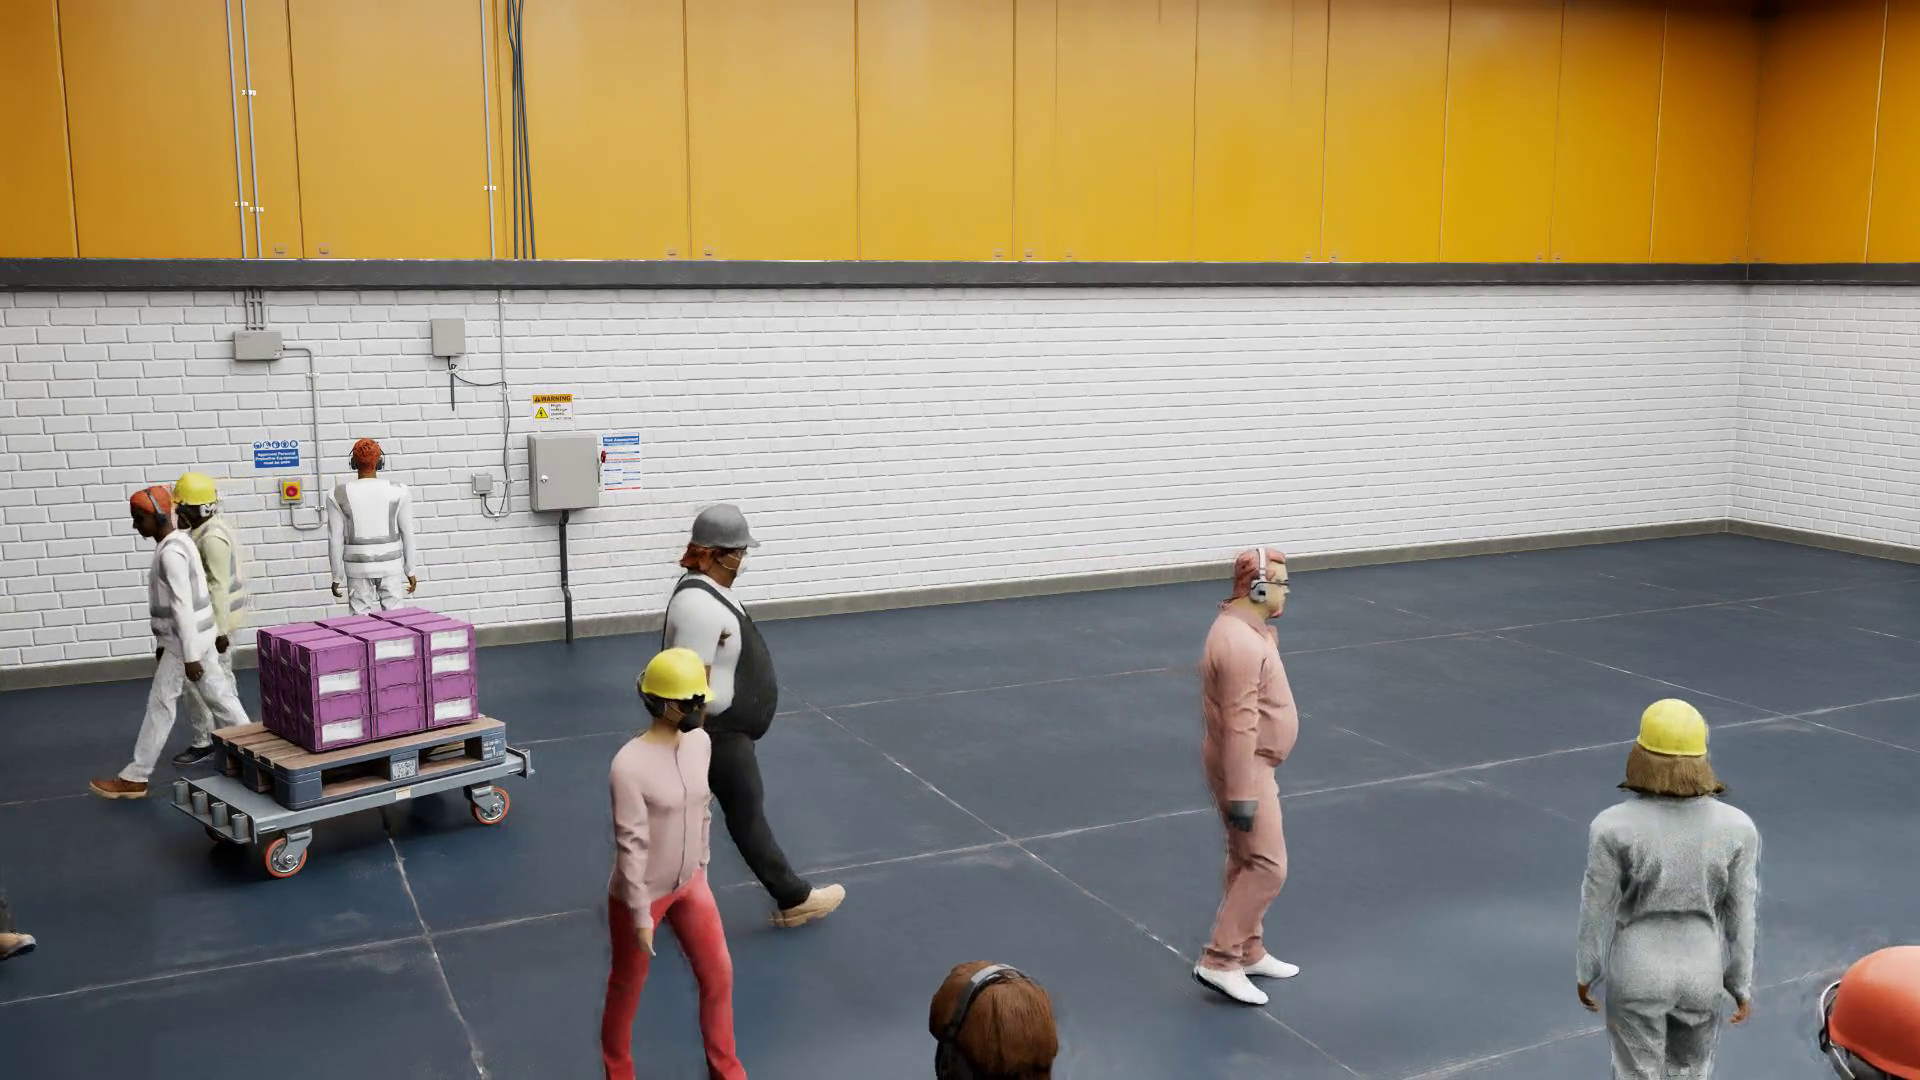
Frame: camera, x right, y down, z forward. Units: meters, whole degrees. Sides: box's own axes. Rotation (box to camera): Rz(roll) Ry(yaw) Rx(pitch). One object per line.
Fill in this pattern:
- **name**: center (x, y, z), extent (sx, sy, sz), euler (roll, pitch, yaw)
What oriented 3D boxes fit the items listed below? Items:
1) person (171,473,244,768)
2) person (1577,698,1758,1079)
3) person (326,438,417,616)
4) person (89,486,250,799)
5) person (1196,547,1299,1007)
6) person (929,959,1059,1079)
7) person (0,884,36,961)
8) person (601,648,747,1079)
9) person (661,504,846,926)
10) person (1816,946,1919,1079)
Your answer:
- **person**: center (-4.697, 0.484, 10.276), extent (0.513, 1.814, 0.652), euler (-4, 10, -25)
- **person**: center (2.177, 1.343, 5.174), extent (0.503, 1.727, 0.376), euler (1, 9, 6)
- **person**: center (-4.108, 0.226, 11.653), extent (0.584, 1.882, 0.349), euler (-4, 10, -23)
- **person**: center (-4.503, 0.590, 9.577), extent (0.993, 1.832, 0.581), euler (-3, 10, -17)
- **person**: center (1.225, 0.973, 6.973), extent (0.426, 1.896, 0.704), euler (1, 9, 9)
- **person**: center (0.010, 1.639, 3.090), extent (0.654, 1.816, 0.727), euler (-8, 12, -41)
- **person**: center (-4.449, 0.979, 7.230), extent (0.950, 1.788, 0.631), euler (7, 12, 38)
- **person**: center (-0.984, 1.240, 5.823), extent (0.759, 1.736, 0.543), euler (6, 11, 33)
- **person**: center (-1.084, 0.785, 7.697), extent (1.034, 2.000, 0.706), euler (-1, 9, -8)
- **person**: center (1.568, 1.607, 2.935), extent (0.623, 1.946, 1.041), euler (-5, 11, -30)
